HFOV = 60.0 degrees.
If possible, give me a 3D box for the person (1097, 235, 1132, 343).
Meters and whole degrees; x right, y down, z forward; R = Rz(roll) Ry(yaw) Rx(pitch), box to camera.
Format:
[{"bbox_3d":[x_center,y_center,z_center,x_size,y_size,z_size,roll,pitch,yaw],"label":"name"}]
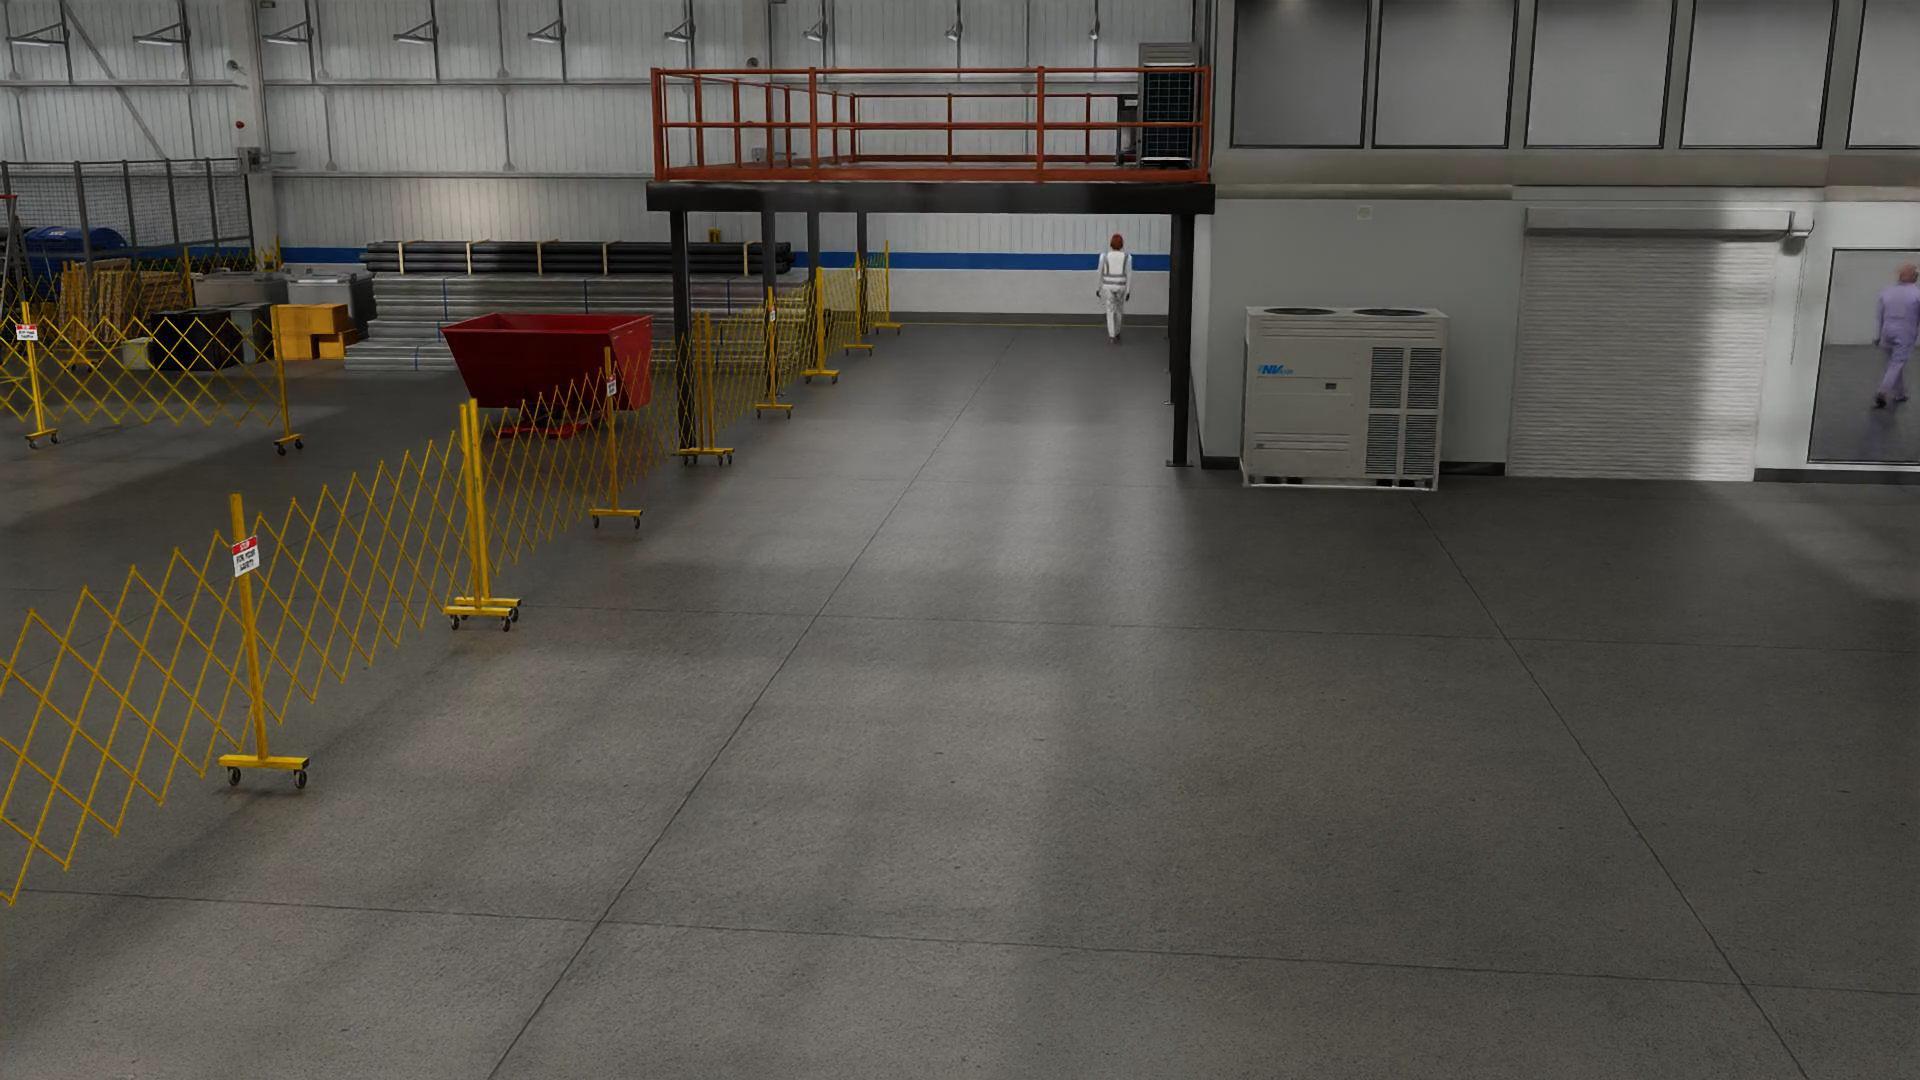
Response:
[{"bbox_3d":[2.656,-4.322,28.647,0.595,1.836,0.990,1,14,3],"label":"person"}]
